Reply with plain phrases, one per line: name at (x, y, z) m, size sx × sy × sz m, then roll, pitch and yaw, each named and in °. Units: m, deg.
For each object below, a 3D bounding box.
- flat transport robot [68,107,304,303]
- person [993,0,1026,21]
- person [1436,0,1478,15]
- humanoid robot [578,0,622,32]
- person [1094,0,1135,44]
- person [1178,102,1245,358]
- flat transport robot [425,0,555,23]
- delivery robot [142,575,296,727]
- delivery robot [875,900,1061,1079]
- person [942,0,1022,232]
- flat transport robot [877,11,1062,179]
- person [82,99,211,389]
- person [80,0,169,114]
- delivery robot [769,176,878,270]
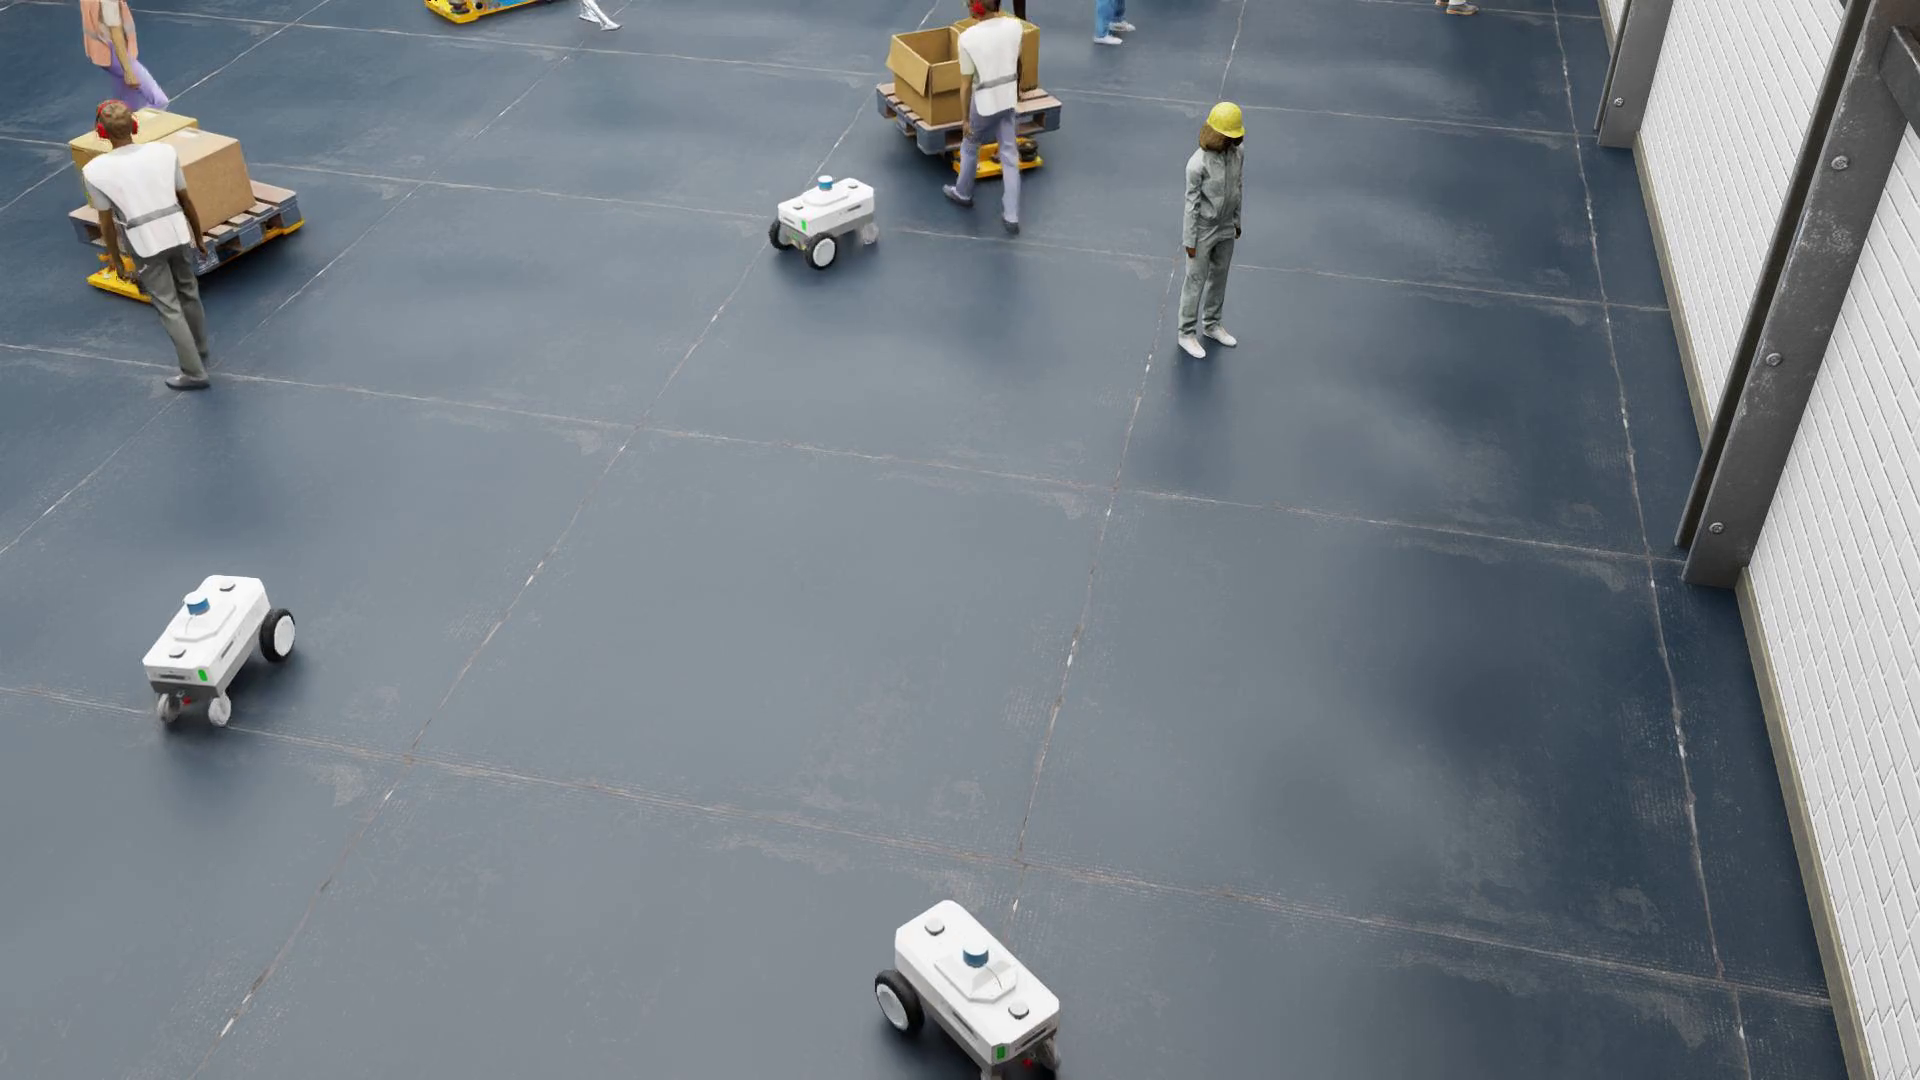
flat transport robot at (-5.551, -2.155, 12.102) m, size 0.659 × 0.231 × 1.431 m, roll 17°, pitch 40°, yaw 21°
person at (0.438, -5.163, 14.942) m, size 0.535 × 1.688 × 0.322 m, roll 9°, pitch 38°, yaw 12°
person at (4.891, -6.025, 15.934) m, size 0.359 × 1.882 × 0.573 m, roll -4°, pitch 37°, yaw -5°
humanoid robot at (-3.545, -5.600, 15.469) m, size 0.881 × 1.759 × 0.545 m, roll 19°, pitch 41°, yaw 24°
person at (1.493, -5.451, 15.319) m, size 0.533 × 1.701 × 0.520 m, roll -7°, pitch 37°, yaw -9°
person at (1.627, -1.982, 10.651) m, size 0.486 × 1.728 × 0.320 m, roll -28°, pitch 45°, yaw -32°
flat transport robot at (-4.517, -5.457, 16.520) m, size 1.431 × 0.231 × 0.659 m, roll -28°, pitch 45°, yaw -32°
delivery robot at (-3.728, 0.508, 8.299) m, size 0.499 × 0.593 × 0.789 m, roll 4°, pitch 37°, yaw 5°
delivery robot at (0.040, 1.787, 6.605) m, size 0.499 × 0.614 × 0.791 m, roll -26°, pitch 44°, yaw -30°
person at (0.206, -3.231, 12.257) m, size 0.672 × 1.800 × 0.888 m, roll -19°, pitch 41°, yaw -23°
flat transport robot at (0.053, -3.363, 13.719) m, size 0.659 × 0.231 × 1.431 m, roll -16°, pitch 40°, yaw -20°
person at (-5.034, -1.845, 10.412) m, size 0.677 × 1.803 × 0.565 m, roll 30°, pitch 46°, yaw 34°
person at (-6.489, -3.720, 12.889) m, size 0.455 × 1.823 × 0.620 m, roll -27°, pitch 44°, yaw -31°
delivery robot at (-0.988, -2.342, 12.129) m, size 0.808 × 0.614 × 0.499 m, roll -29°, pitch 46°, yaw -33°
